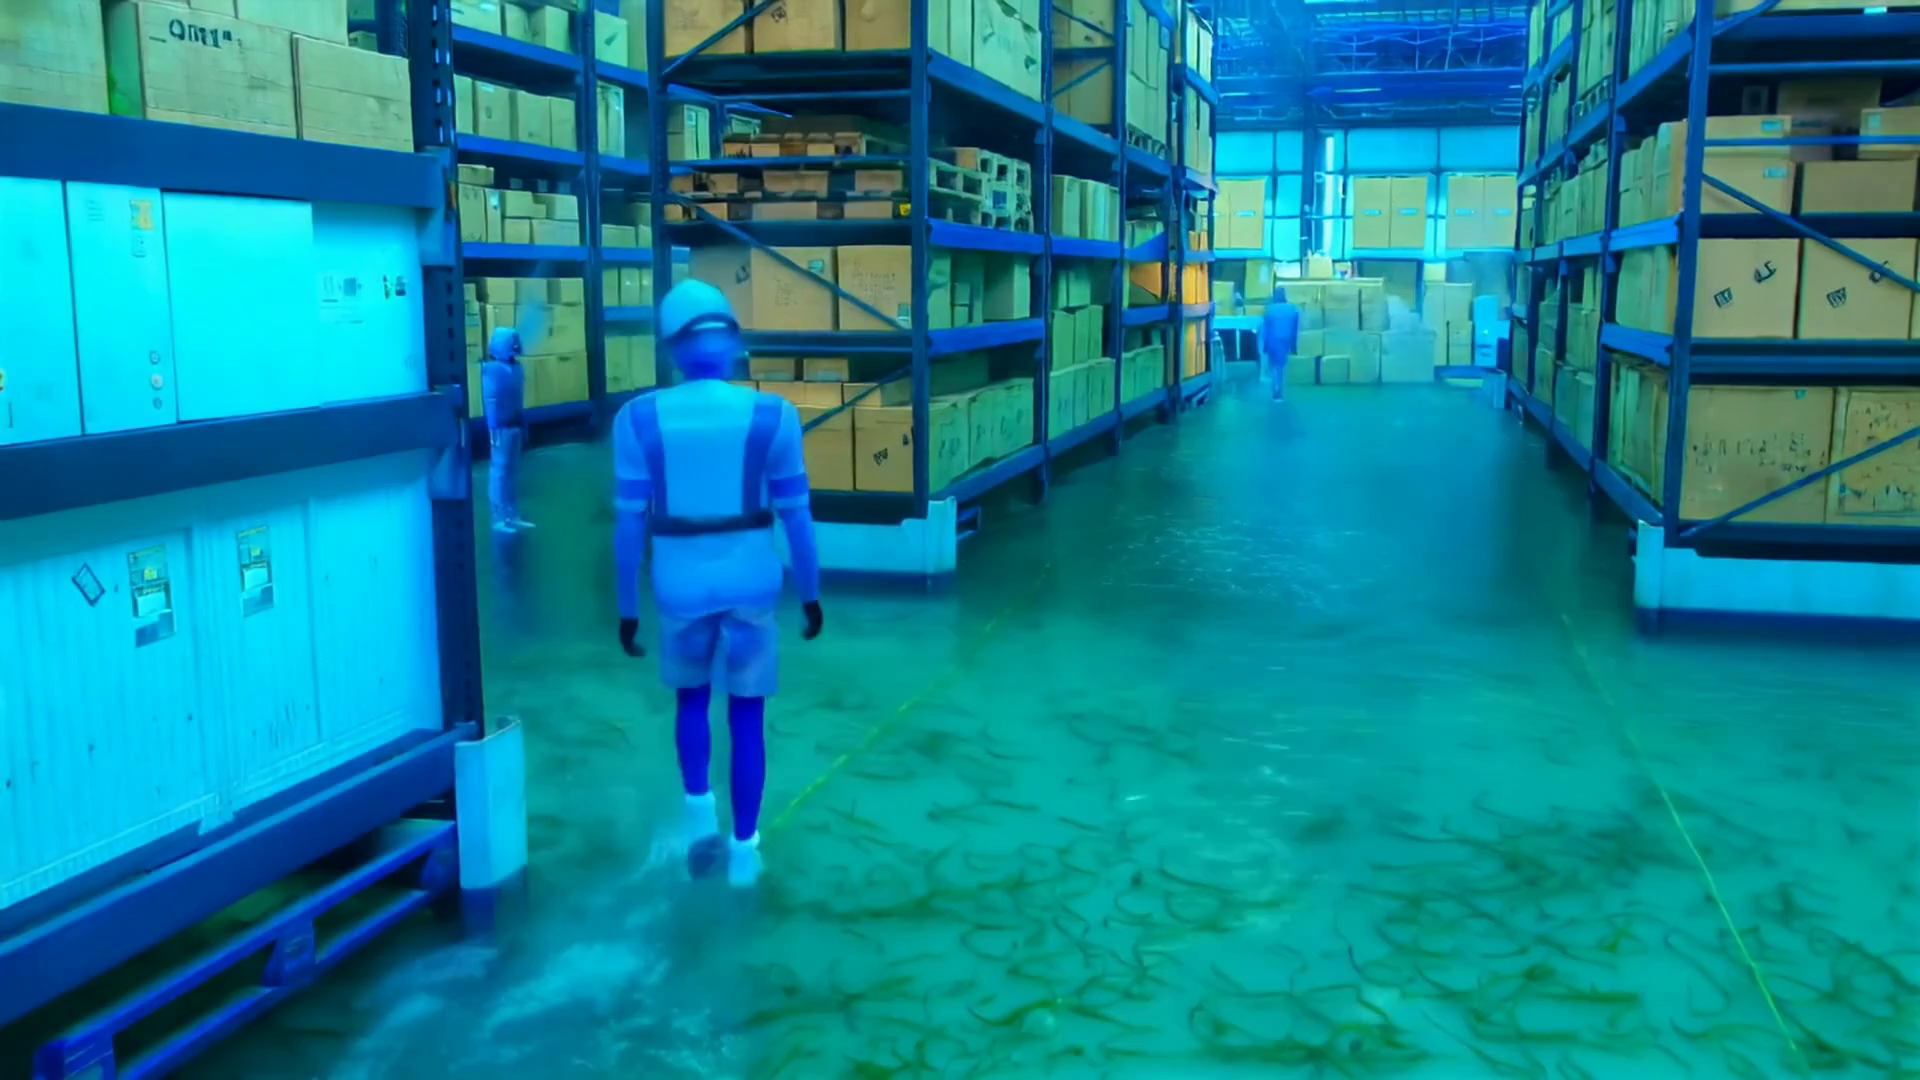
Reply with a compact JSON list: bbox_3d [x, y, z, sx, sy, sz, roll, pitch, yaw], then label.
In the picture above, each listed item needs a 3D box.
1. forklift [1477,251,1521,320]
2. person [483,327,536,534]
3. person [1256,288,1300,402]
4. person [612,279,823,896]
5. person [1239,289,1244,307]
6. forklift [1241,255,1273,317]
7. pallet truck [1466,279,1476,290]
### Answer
[{"bbox_3d":[15.881,-7.200,49.513,1.129,2.768,1.873,-2,9,-12],"label":"forklift"},{"bbox_3d":[-3.608,-0.875,13.271,0.282,1.636,0.500,2,9,14],"label":"person"},{"bbox_3d":[5.231,-3.229,27.510,0.676,1.852,0.976,-1,9,-5],"label":"person"},{"bbox_3d":[-0.784,0.164,5.466,0.670,2.016,0.435,0,9,-3],"label":"person"},{"bbox_3d":[11.512,-9.329,67.113,0.856,1.597,0.524,1,9,3],"label":"person"},{"bbox_3d":[10.551,-8.662,58.805,1.129,2.768,1.873,2,9,15],"label":"forklift"},{"bbox_3d":[18.896,-8.459,60.307,1.885,1.965,0.823,5,10,31],"label":"pallet truck"}]
